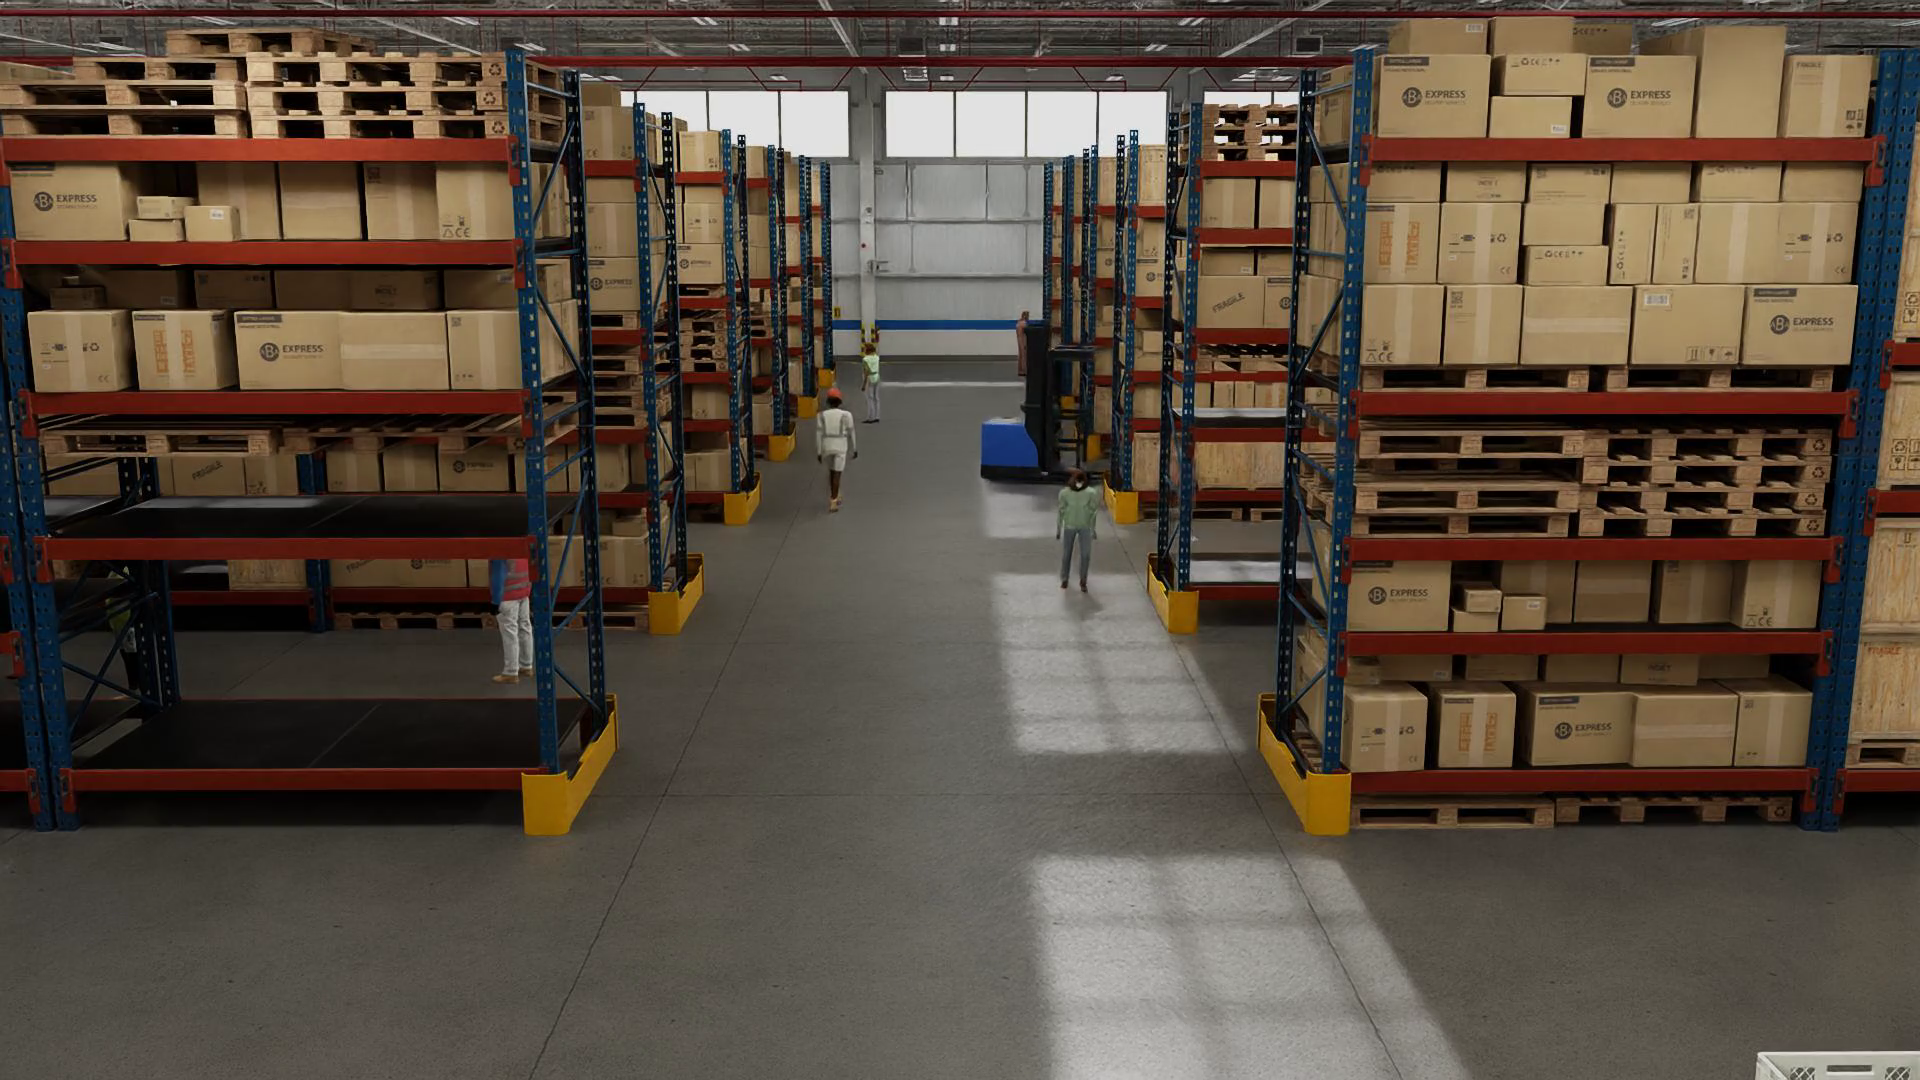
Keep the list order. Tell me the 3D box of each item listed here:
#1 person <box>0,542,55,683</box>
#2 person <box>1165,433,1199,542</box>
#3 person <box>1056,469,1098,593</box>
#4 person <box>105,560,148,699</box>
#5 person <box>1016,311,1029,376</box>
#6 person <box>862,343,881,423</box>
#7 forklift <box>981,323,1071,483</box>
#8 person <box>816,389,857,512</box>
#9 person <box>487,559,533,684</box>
[{"bbox_3d":[-9.799,0.571,17.346,0.696,1.903,0.455,11,16,42],"label":"person"},{"bbox_3d":[3.329,-0.803,24.815,0.580,1.626,0.516,9,14,38],"label":"person"},{"bbox_3d":[1.516,-0.113,21.456,0.554,1.598,0.743,0,11,-1],"label":"person"},{"bbox_3d":[-8.295,0.836,16.512,0.315,1.691,0.541,-11,16,-43],"label":"person"},{"bbox_3d":[1.889,-5.722,48.501,0.406,1.902,0.639,-5,12,-23],"label":"person"},{"bbox_3d":[-2.034,-3.577,38.063,0.411,1.829,0.623,8,14,33],"label":"person"},{"bbox_3d":[1.376,-2.493,30.057,1.873,2.768,1.129,2,12,11],"label":"forklift"},{"bbox_3d":[-2.033,-1.480,27.283,0.613,1.989,1.071,3,12,15],"label":"person"},{"bbox_3d":[-4.711,0.585,17.398,0.429,1.841,0.625,4,12,20],"label":"person"}]
